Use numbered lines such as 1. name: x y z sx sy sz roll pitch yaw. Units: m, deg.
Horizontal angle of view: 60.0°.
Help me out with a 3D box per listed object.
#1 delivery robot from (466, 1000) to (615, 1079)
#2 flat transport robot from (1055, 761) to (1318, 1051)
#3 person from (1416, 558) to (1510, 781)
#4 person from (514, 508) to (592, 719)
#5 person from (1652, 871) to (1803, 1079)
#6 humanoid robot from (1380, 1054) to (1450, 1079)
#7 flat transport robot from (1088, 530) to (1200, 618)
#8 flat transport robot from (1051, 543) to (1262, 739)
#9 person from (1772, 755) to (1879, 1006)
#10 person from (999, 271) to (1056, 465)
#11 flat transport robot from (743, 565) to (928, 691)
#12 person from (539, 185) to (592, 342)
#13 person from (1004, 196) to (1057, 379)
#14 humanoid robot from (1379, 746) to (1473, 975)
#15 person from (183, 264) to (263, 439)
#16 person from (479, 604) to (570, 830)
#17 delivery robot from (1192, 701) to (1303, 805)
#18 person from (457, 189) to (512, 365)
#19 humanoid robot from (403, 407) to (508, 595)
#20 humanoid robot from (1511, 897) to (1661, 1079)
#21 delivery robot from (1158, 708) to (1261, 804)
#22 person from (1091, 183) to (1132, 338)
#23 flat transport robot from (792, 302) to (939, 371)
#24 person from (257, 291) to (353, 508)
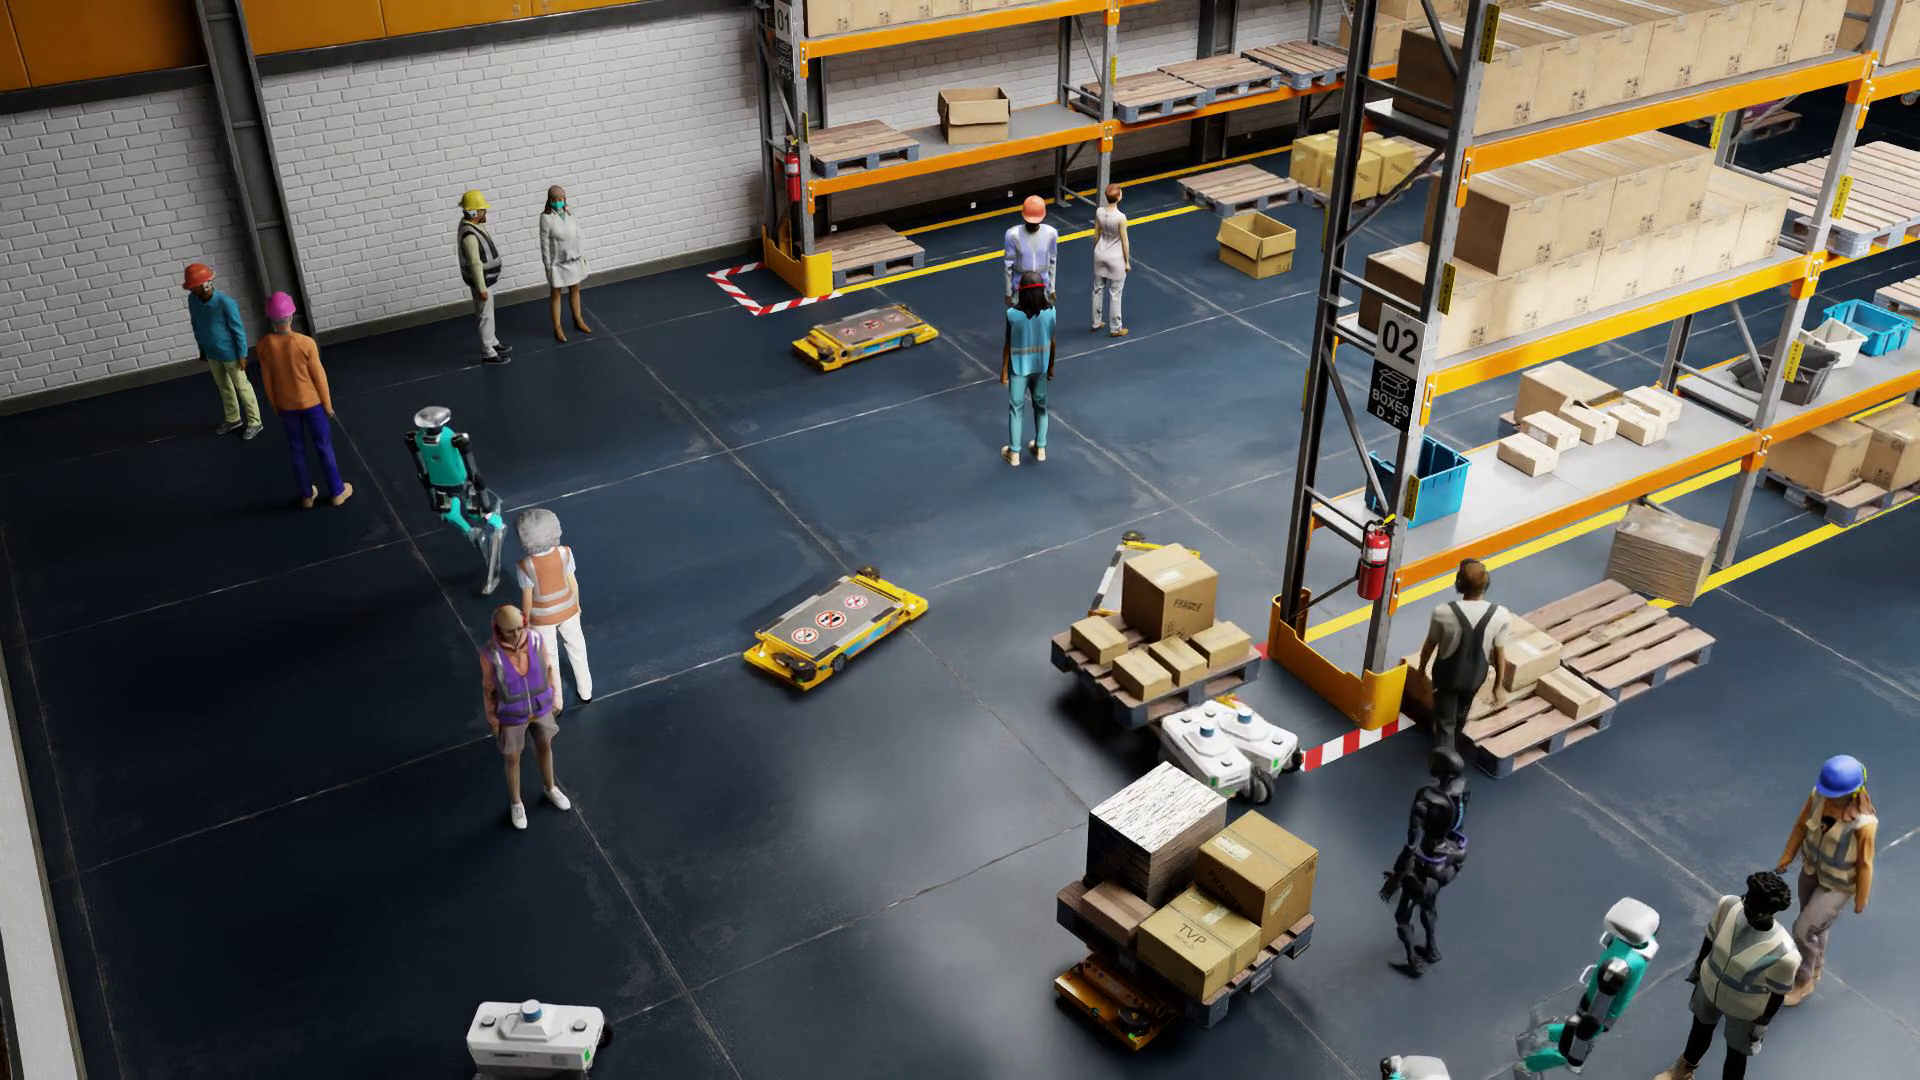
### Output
1. delivery robot: -2.361 2.816 9.313 0.774 0.583 0.499 2 32 3
2. flat transport robot: 1.307 2.488 10.116 1.431 0.231 0.659 -26 41 -35
3. person: 3.366 0.907 11.211 0.547 1.796 0.926 2 32 3
4. person: -2.926 0.521 11.915 0.439 1.687 0.310 -21 38 -29
5. person: 4.117 2.427 8.869 0.317 1.696 0.537 -15 35 -22
6. humanoid robot: 2.264 3.059 7.855 1.038 1.749 0.552 -4 32 -6
7. flat transport robot: 1.486 0.406 13.436 0.659 0.231 1.431 10 33 15
8. flat transport robot: 1.495 1.101 12.329 0.659 0.231 1.431 -18 36 -26
9. person: 4.957 1.949 9.581 0.550 1.735 0.493 -9 33 -13
10. person: 0.620 -1.546 15.057 0.504 1.862 0.395 -10 34 -16
11. flat transport robot: -0.959 0.669 13.016 0.659 0.231 1.431 23 39 32
12. person: -4.138 -2.908 17.408 0.484 1.660 0.343 -27 41 -36
13. person: 0.703 -2.502 16.515 0.542 1.928 0.370 -7 33 -10
14. humanoid robot: 2.745 1.886 9.753 0.598 1.654 0.326 -23 39 -32
15. person: -6.898 -1.761 15.502 0.568 1.741 0.345 13 34 19
16. person: -2.866 1.133 10.935 0.492 1.691 0.340 -21 38 -30
17. delivery robot: 1.977 1.437 11.534 0.790 0.607 0.499 21 38 30
18. person: -4.845 -2.668 16.880 0.403 1.825 0.589 -6 33 -10
19. humanoid robot: -3.921 -0.319 13.320 0.573 1.894 0.807 6 33 10
20. humanoid robot: 3.153 2.520 8.724 0.673 1.849 0.553 24 39 33
21. delivery robot: 1.689 1.516 11.400 0.499 0.598 0.777 -14 35 -21
22. person: 1.592 -2.939 17.459 0.441 1.662 0.285 24 39 33
23. flat transport robot: -0.994 -2.149 17.510 1.431 0.231 0.659 -21 38 -29
24. person: -5.703 -1.205 14.395 0.516 1.981 0.392 -3 32 -5
